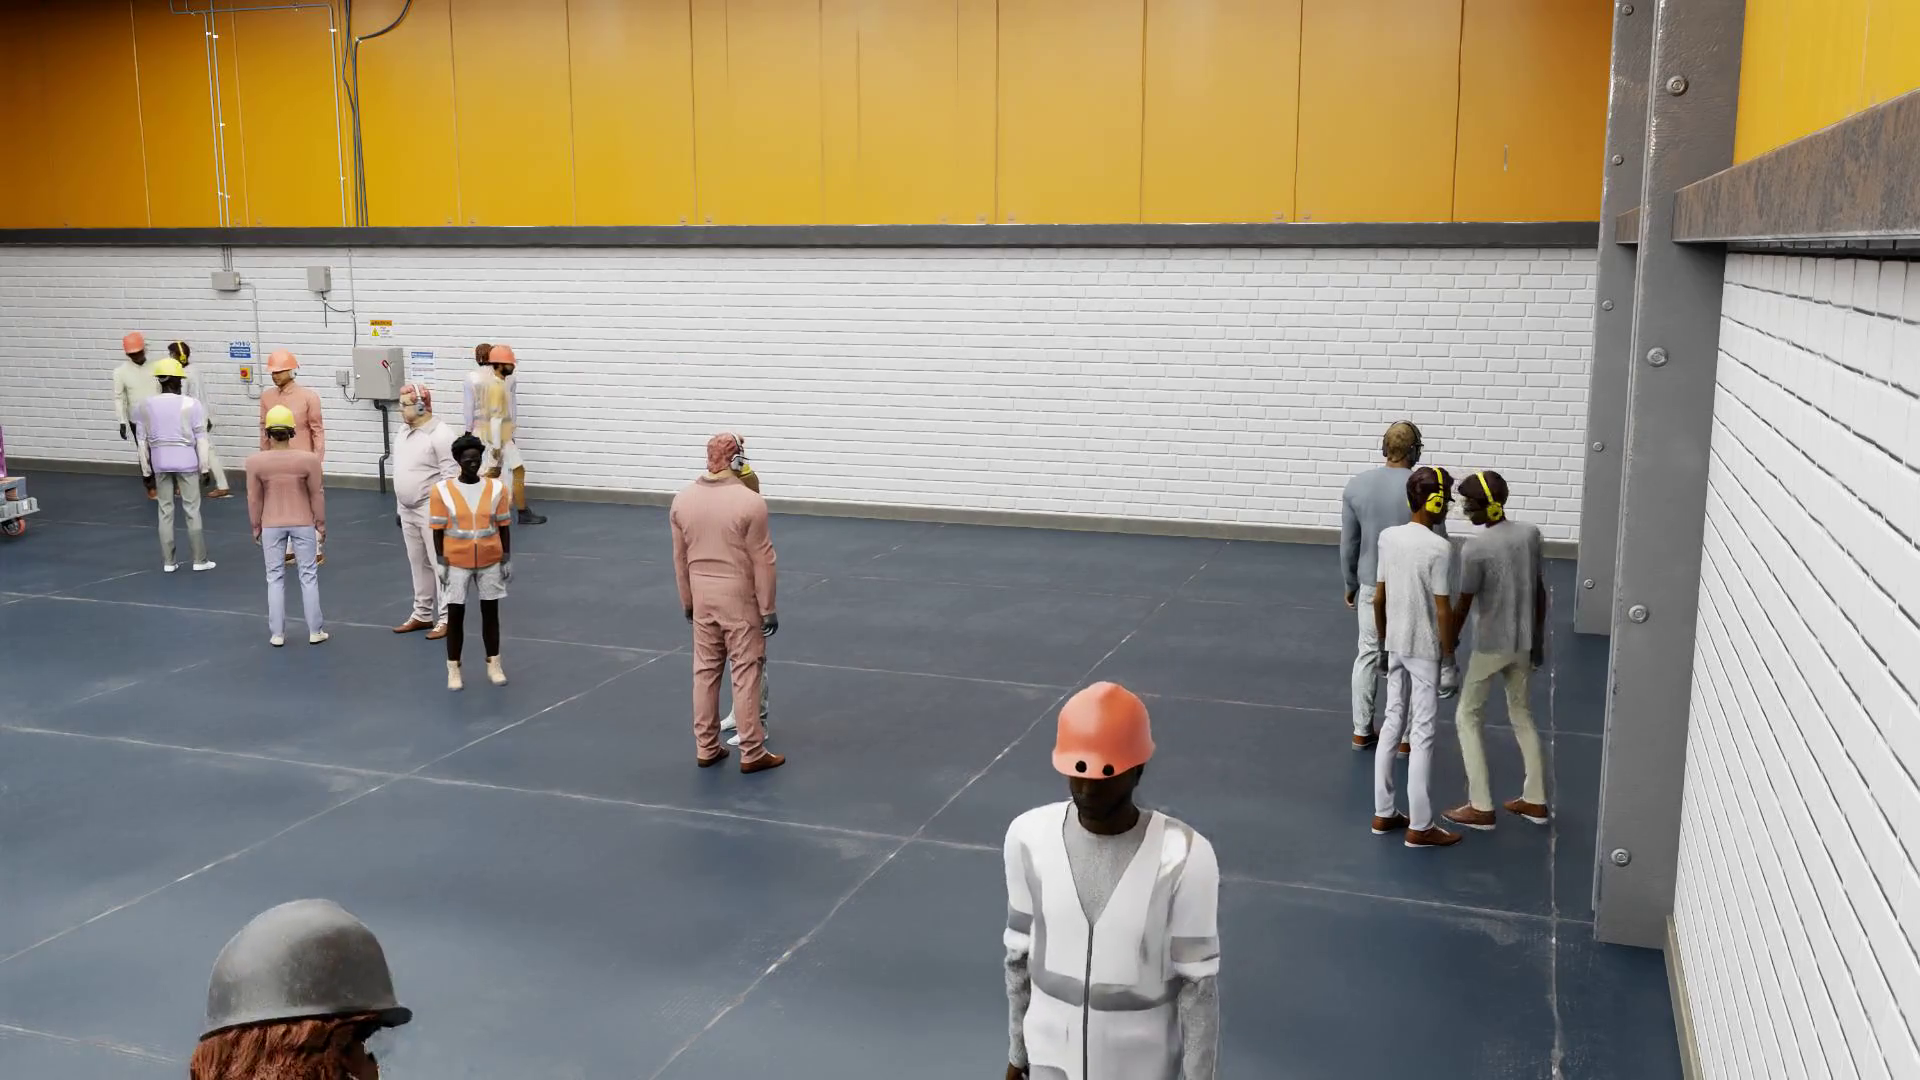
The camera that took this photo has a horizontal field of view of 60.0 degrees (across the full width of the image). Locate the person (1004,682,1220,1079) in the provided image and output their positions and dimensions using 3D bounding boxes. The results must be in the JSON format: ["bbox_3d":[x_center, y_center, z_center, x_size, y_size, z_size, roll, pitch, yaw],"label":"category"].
[{"bbox_3d":[0.393,1.249,4.192,0.551,1.912,0.878,4,11,21],"label":"person"}]

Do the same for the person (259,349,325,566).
[{"bbox_3d":[-6.062,-0.729,15.062,0.623,1.989,0.400,2,10,12],"label":"person"}]

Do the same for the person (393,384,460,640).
[{"bbox_3d":[-4.008,-0.212,12.409,0.637,1.904,0.403,8,13,36],"label":"person"}]

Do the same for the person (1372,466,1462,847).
[{"bbox_3d":[2.239,0.565,8.139,0.330,1.865,0.518,-5,11,-27],"label":"person"}]

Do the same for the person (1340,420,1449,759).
[{"bbox_3d":[2.488,0.279,9.533,0.638,1.938,0.357,8,13,38],"label":"person"}]

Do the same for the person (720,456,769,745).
[{"bbox_3d":[-1.318,0.332,9.797,0.304,1.740,0.484,-5,11,-26],"label":"person"}]

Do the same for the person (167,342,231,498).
[{"bbox_3d":[-8.849,-1.365,19.121,0.790,1.820,0.547,-2,10,-12],"label":"person"}]

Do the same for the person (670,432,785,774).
[{"bbox_3d":[-1.276,0.347,9.263,0.639,1.903,0.406,5,11,27],"label":"person"}]

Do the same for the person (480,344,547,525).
[{"bbox_3d":[-4.852,-1.084,17.315,0.914,1.907,0.545,-3,11,-18],"label":"person"}]

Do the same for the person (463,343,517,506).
[{"bbox_3d":[-5.238,-1.267,18.516,0.624,1.844,0.429,-8,13,-39],"label":"person"}]

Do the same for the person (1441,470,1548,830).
[{"bbox_3d":[2.712,0.549,8.335,0.587,1.832,0.346,-4,11,-24],"label":"person"}]

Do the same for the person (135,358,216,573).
[{"bbox_3d":[-7.008,-0.658,14.860,0.586,1.921,0.383,-1,10,-7],"label":"person"}]

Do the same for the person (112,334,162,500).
[{"bbox_3d":[-9.241,-1.377,18.882,0.638,1.927,0.840,-6,12,-32],"label":"person"}]

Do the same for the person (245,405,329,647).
[{"bbox_3d":[-4.902,-0.098,12.137,0.525,1.772,0.309,-3,10,-16],"label":"person"}]

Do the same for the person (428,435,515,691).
[{"bbox_3d":[-3.214,0.143,10.988,0.550,1.696,0.319,-5,11,-27],"label":"person"}]
